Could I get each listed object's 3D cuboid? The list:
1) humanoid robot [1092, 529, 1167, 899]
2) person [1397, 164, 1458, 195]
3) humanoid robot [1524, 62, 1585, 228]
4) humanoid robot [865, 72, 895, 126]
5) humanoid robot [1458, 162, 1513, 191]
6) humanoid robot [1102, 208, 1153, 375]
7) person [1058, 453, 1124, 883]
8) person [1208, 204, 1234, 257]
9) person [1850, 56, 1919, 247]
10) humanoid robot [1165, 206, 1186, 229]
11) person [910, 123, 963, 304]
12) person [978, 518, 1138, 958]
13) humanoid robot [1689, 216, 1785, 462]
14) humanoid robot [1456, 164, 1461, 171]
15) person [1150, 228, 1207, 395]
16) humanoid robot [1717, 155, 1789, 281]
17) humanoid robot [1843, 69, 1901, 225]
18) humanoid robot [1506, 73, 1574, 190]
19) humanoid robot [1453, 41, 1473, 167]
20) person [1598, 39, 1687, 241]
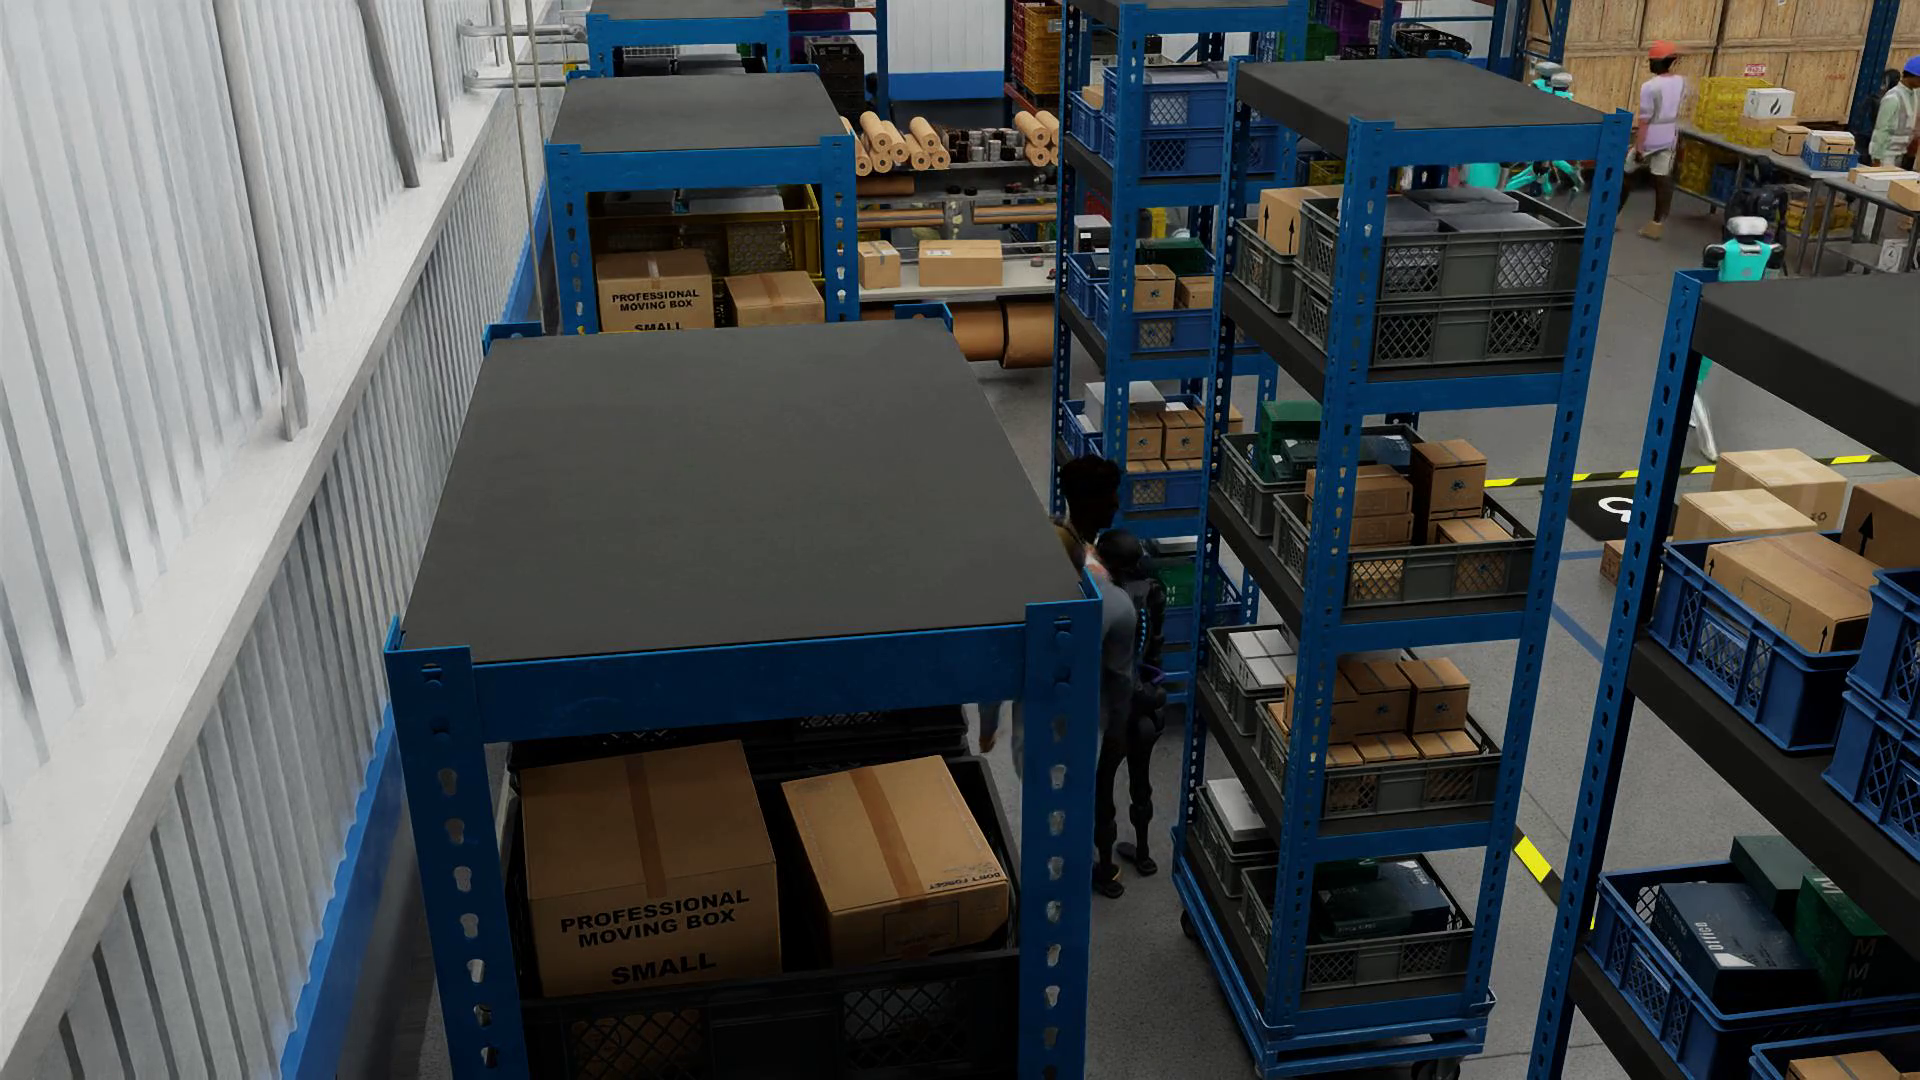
[{"bbox_3d":[0.655,0.725,7.018,0.599,1.657,0.315,-19,31,-36],"label":"humanoid robot"},{"bbox_3d":[4.094,-2.791,14.560,0.821,1.783,0.604,-10,27,-21],"label":"person"},{"bbox_3d":[6.240,-4.066,17.406,0.542,1.752,1.001,-14,28,-27],"label":"humanoid robot"},{"bbox_3d":[-0.865,-4.106,17.586,0.507,1.640,0.612,20,31,36],"label":"humanoid robot"},{"bbox_3d":[4.352,-2.686,14.463,0.727,1.858,0.544,-15,29,-29],"label":"humanoid robot"},{"bbox_3d":[1.315,-2.099,13.194,0.425,1.637,0.635,-11,27,-23],"label":"humanoid robot"},{"bbox_3d":[0.490,0.556,7.059,0.367,1.964,0.608,-7,26,-15],"label":"person"},{"bbox_3d":[2.615,-3.747,16.510,0.583,1.881,0.337,-2,25,-4],"label":"person"},{"bbox_3d":[9.474,-3.988,17.001,0.822,1.916,0.577,-23,33,-40],"label":"person"},{"bbox_3d":[2.231,-4.139,17.549,0.541,1.797,0.682,-11,27,-23],"label":"humanoid robot"},{"bbox_3d":[-0.195,-2.571,14.008,0.429,1.842,0.632,-11,27,-22],"label":"person"},{"bbox_3d":[0.406,0.703,6.844,0.637,1.901,0.910,7,26,15],"label":"person"},{"bbox_3d":[5.369,-1.498,11.867,0.535,1.778,1.034,1,25,2],"label":"humanoid robot"},{"bbox_3d":[5.124,-3.774,16.799,0.599,1.657,0.315,3,25,6],"label":"humanoid robot"},{"bbox_3d":[1.401,-1.116,10.830,0.599,1.850,0.386,-4,25,-8],"label":"person"},{"bbox_3d":[6.544,-2.349,13.772,0.590,1.667,0.381,-3,25,-6],"label":"humanoid robot"},{"bbox_3d":[9.680,-4.161,17.659,0.589,1.650,0.322,-2,25,-5],"label":"humanoid robot"},{"bbox_3d":[5.718,-3.863,16.818,0.744,1.686,0.532,5,25,11],"label":"humanoid robot"},{"bbox_3d":[5.773,-4.953,19.364,0.315,1.655,0.599,7,26,15],"label":"humanoid robot"},{"bbox_3d":[7.095,-4.155,17.260,0.625,2.008,0.908,-10,26,-20],"label":"person"}]
